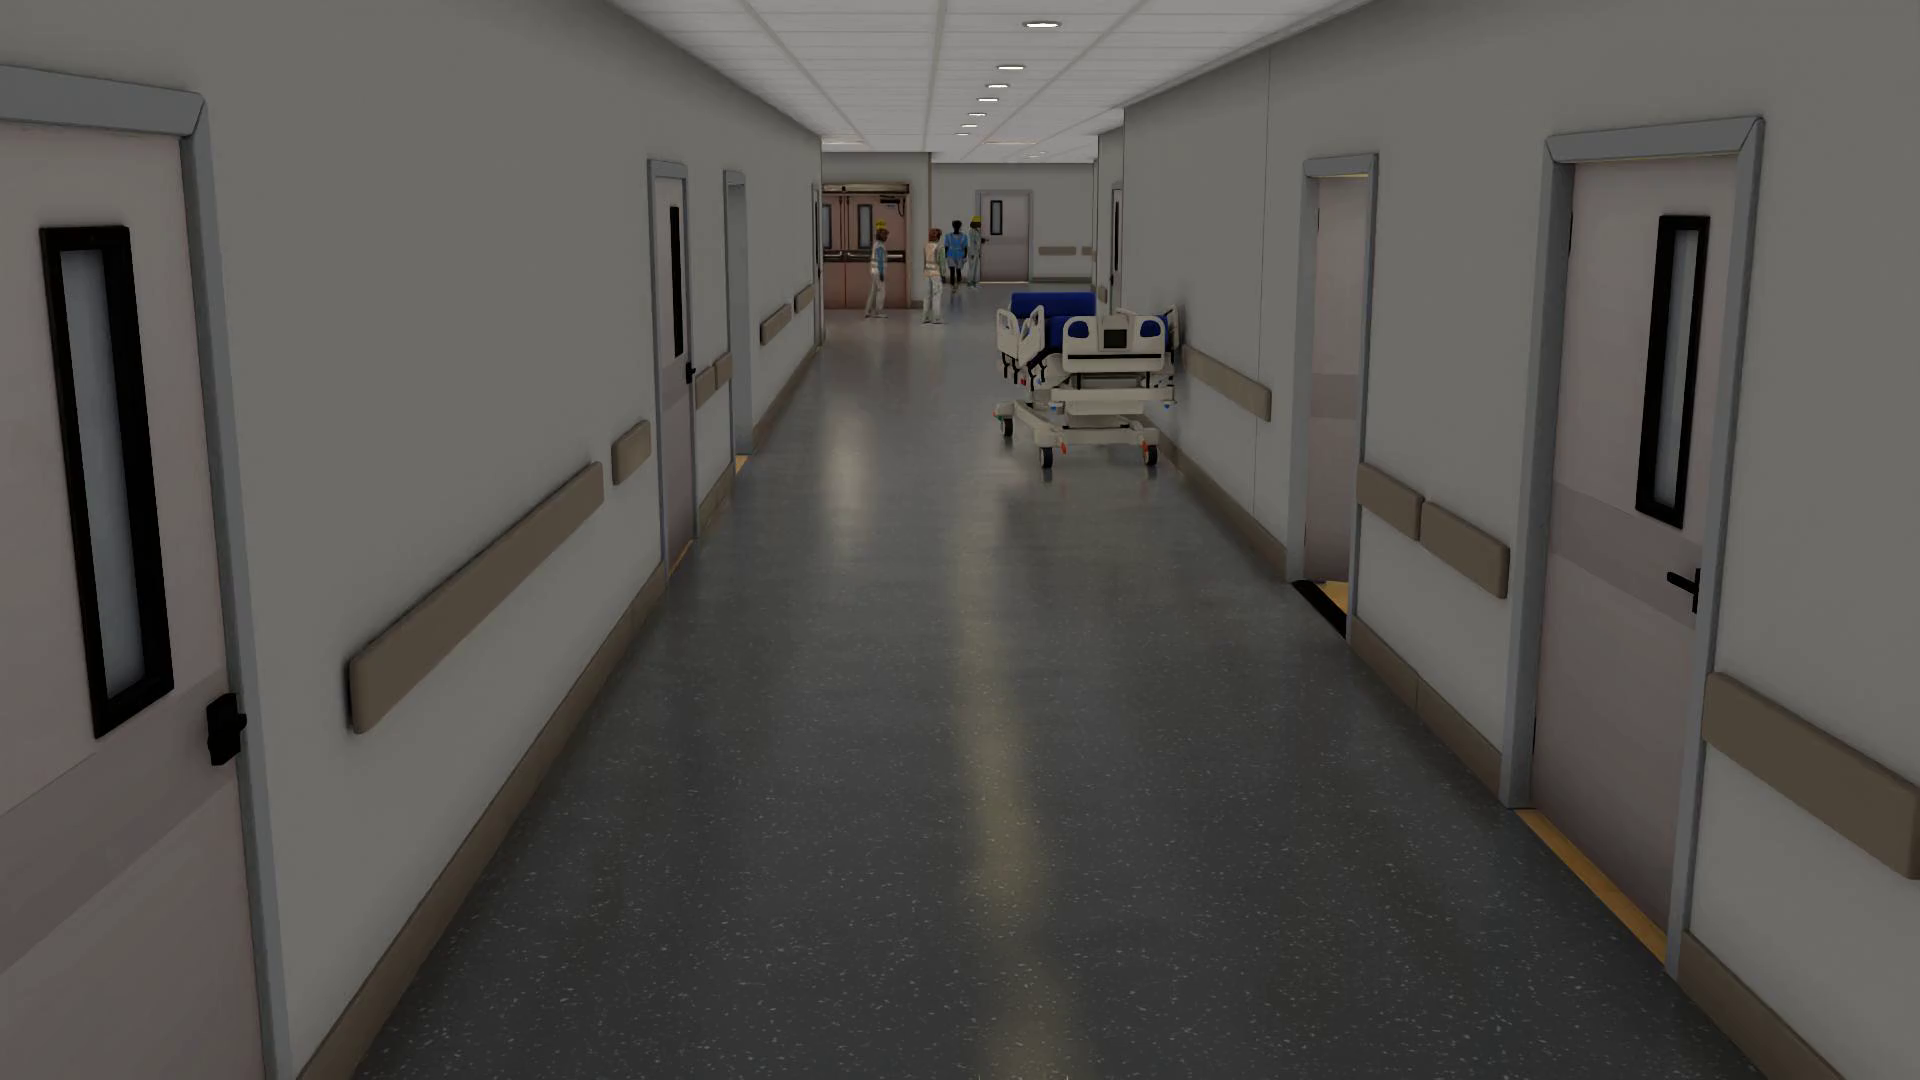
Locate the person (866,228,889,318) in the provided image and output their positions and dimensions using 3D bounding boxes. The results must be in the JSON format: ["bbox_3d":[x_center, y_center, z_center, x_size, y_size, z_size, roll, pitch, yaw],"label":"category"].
[{"bbox_3d":[-1.494,-4.803,29.966,0.446,1.615,0.553,-1,12,-4],"label":"person"}]

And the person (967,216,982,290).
[{"bbox_3d":[0.365,-6.795,39.361,0.347,1.733,0.479,4,12,17],"label":"person"}]

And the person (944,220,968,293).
[{"bbox_3d":[-0.099,-6.509,38.124,0.561,1.664,0.687,-1,12,-5],"label":"person"}]

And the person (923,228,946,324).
[{"bbox_3d":[-0.446,-4.529,28.575,0.514,1.630,0.318,11,16,44],"label":"person"}]
